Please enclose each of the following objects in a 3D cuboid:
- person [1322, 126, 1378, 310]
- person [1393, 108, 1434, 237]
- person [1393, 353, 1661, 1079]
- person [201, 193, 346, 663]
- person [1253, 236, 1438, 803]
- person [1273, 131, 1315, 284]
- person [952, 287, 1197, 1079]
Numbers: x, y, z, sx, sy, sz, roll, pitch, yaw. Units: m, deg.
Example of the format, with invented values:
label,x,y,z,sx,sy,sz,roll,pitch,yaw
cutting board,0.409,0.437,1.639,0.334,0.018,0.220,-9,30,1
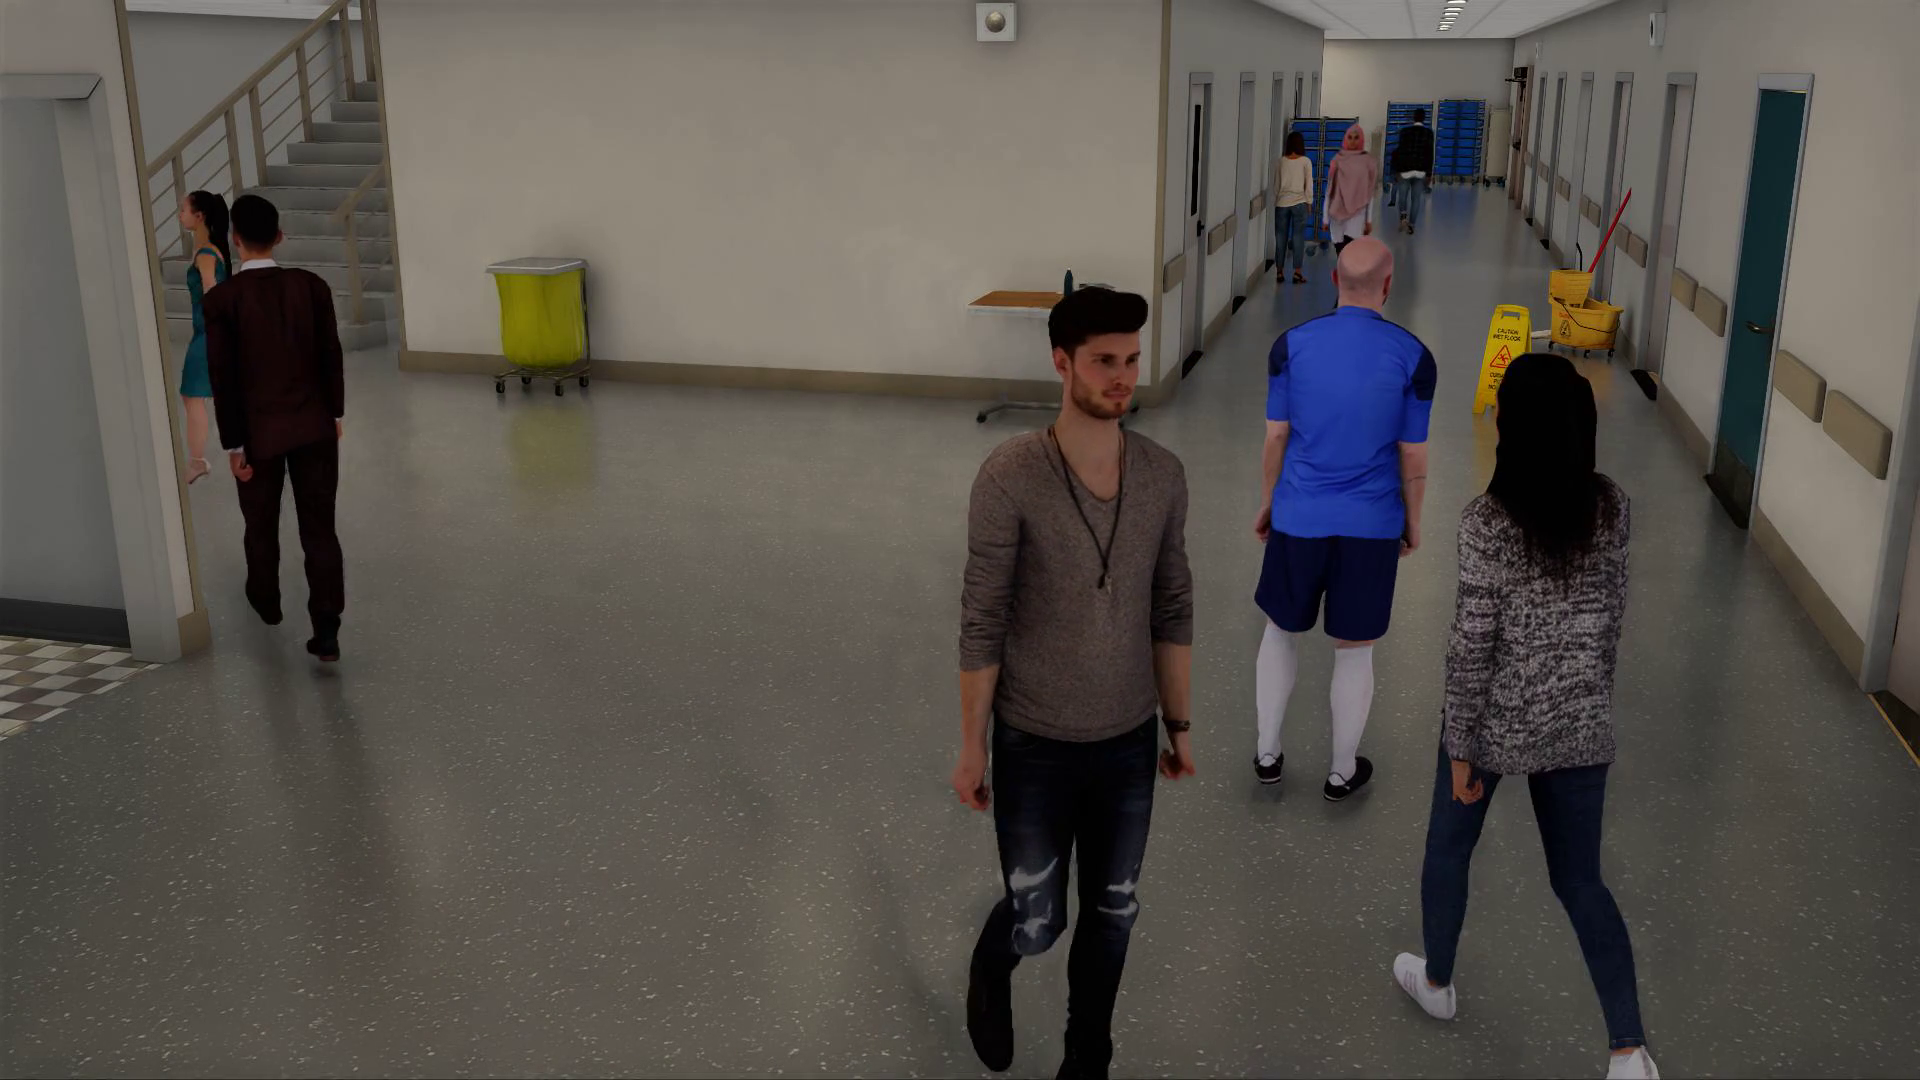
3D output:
label,x,y,z,sx,sy,sz,roll,pitch,yaw
person,3.864,-3.186,16.590,0.721,1.759,1.188,6,17,20
person,6.532,-5.300,23.990,0.687,1.813,0.748,4,16,14
person,1.333,0.461,3.759,0.928,1.702,1.212,-2,16,-8
person,-2.645,-0.394,6.582,1.197,1.817,1.240,-10,18,-31
person,1.187,-0.050,5.320,0.715,1.839,0.608,6,17,20
person,3.744,-3.758,18.759,0.670,1.683,0.631,9,18,30
person,0.211,0.391,3.655,0.956,1.894,1.031,-6,17,-21
